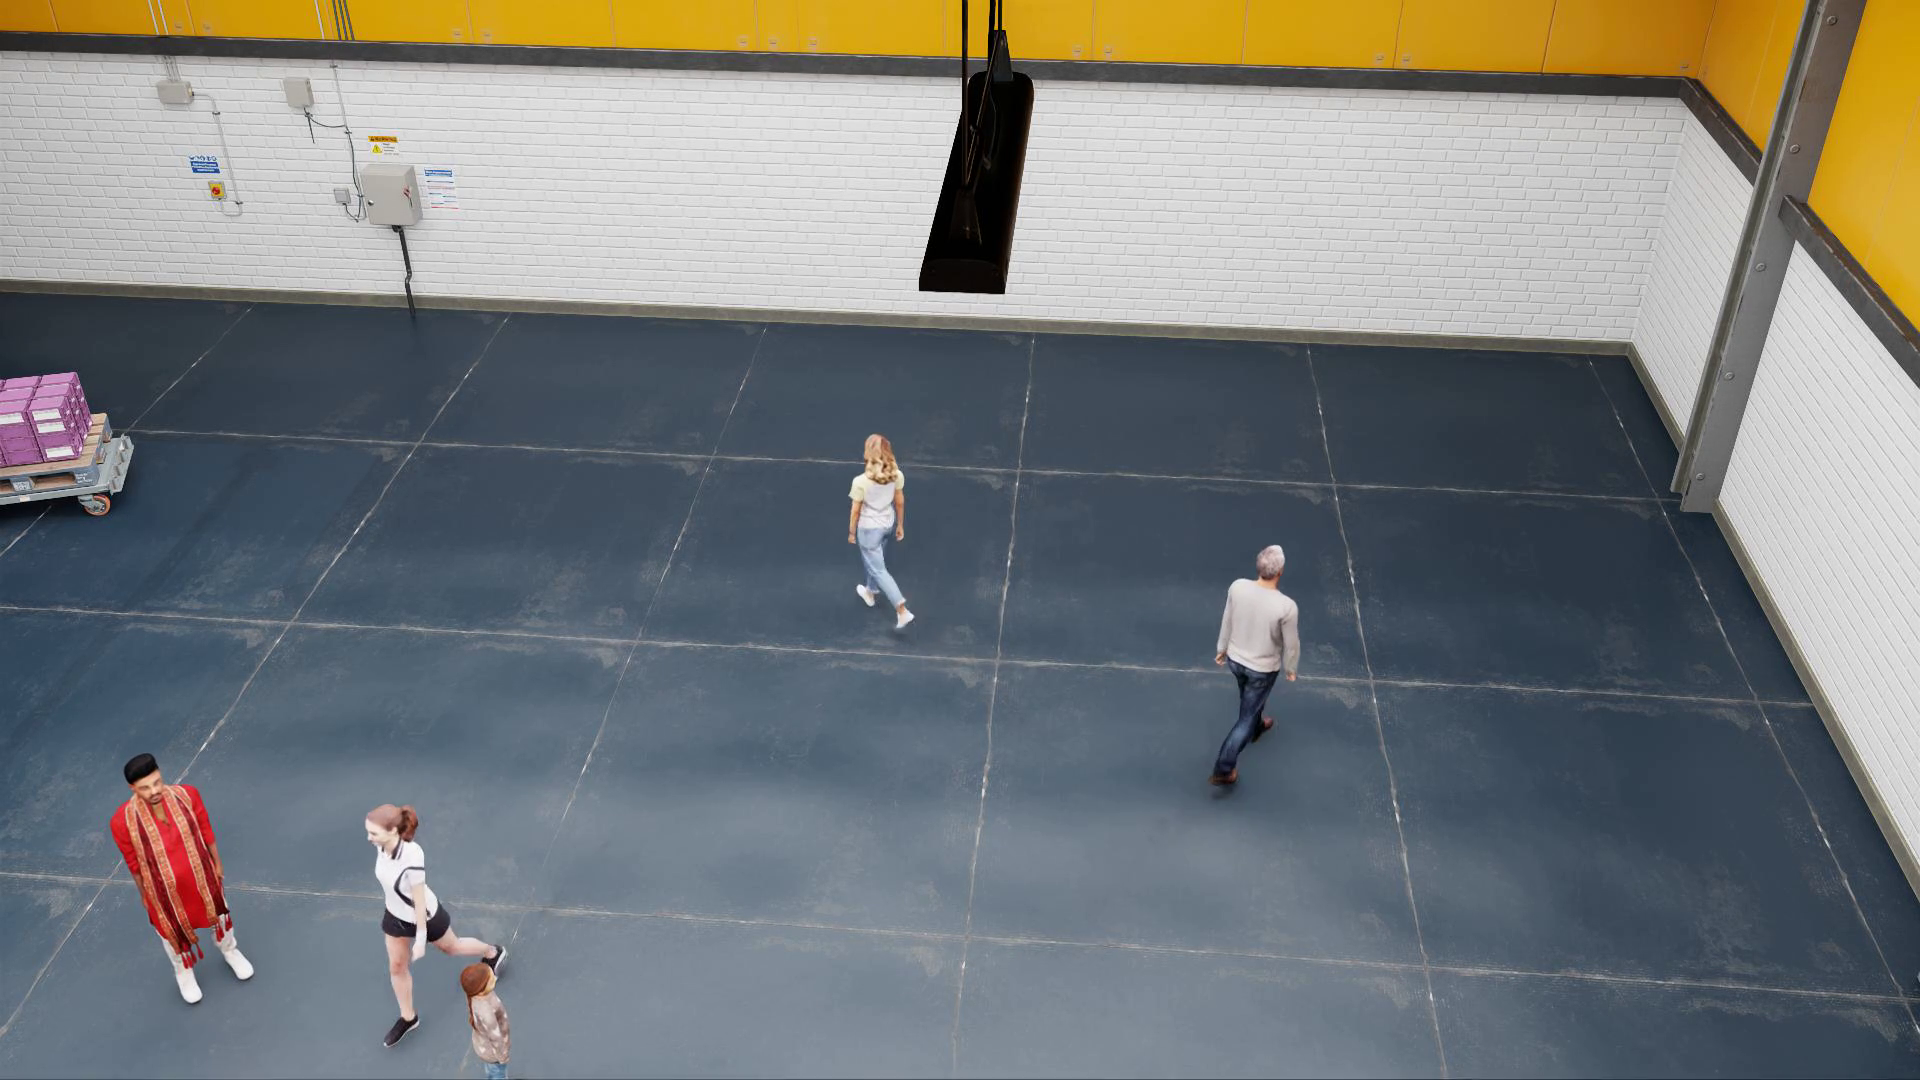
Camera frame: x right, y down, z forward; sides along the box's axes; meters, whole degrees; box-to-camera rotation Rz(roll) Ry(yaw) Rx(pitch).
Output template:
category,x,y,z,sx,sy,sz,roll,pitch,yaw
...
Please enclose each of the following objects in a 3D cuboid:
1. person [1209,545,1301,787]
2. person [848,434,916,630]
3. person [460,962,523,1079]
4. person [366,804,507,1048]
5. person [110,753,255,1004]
category,x,y,z,sx,sy,sz,roll,pitch,yaw
person,2.063,0.941,11.911,1.212,1.866,1.350,26,42,34
person,-0.634,-0.036,13.530,1.059,1.699,1.153,-22,40,-30
person,-2.710,2.877,9.605,0.614,1.194,0.537,-18,38,-25
person,-3.213,2.235,10.103,0.915,1.712,1.198,18,38,25
person,-4.840,2.039,10.247,0.768,1.879,0.823,-24,40,-31
